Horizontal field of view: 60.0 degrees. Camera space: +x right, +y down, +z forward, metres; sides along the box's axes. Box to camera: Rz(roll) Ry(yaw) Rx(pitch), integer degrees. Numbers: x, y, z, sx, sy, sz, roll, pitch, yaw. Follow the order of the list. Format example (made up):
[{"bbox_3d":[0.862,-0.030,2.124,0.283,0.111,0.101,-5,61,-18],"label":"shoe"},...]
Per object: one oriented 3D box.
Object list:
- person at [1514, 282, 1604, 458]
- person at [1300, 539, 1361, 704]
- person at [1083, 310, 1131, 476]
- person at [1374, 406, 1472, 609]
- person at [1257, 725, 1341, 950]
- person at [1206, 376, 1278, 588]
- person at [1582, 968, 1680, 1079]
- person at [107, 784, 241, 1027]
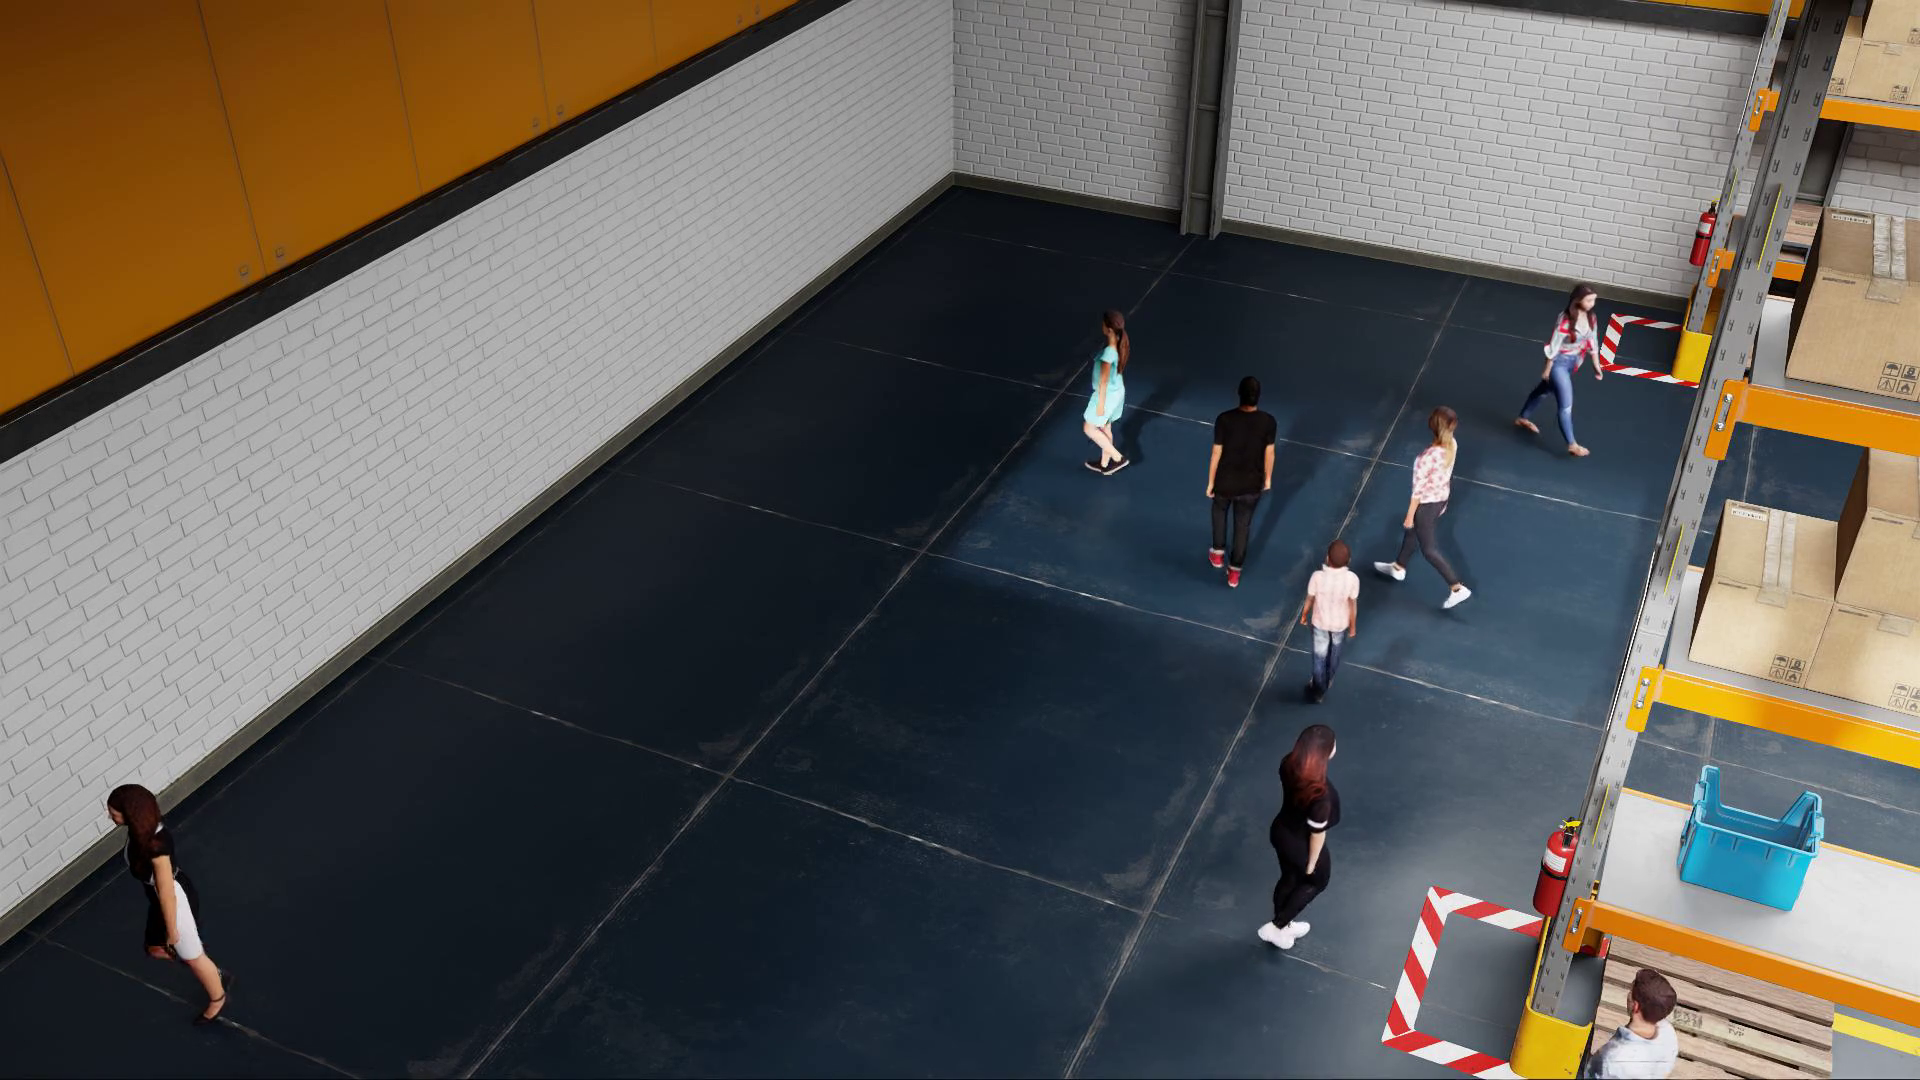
[{"bbox_3d":[5.211,-1.548,14.579,0.968,1.563,1.159,-23,40,-30],"label":"person"},{"bbox_3d":[2.585,0.596,11.592,0.627,1.298,0.688,2,34,3],"label":"person"},{"bbox_3d":[1.310,-1.204,14.074,0.656,1.549,0.568,17,37,24],"label":"person"},{"bbox_3d":[3.614,-0.232,12.564,1.155,1.602,0.799,26,42,34],"label":"person"},{"bbox_3d":[1.890,1.743,9.568,0.821,1.628,0.758,-16,37,-22],"label":"person"},{"bbox_3d":[2.132,-0.412,12.707,0.779,1.743,0.846,2,34,3],"label":"person"},{"bbox_3d":[3.114,2.812,7.780,0.796,1.828,0.817,-23,40,-30],"label":"person"},{"bbox_3d":[-4.211,1.972,9.079,0.783,1.790,0.695,-22,39,-29],"label":"person"}]
